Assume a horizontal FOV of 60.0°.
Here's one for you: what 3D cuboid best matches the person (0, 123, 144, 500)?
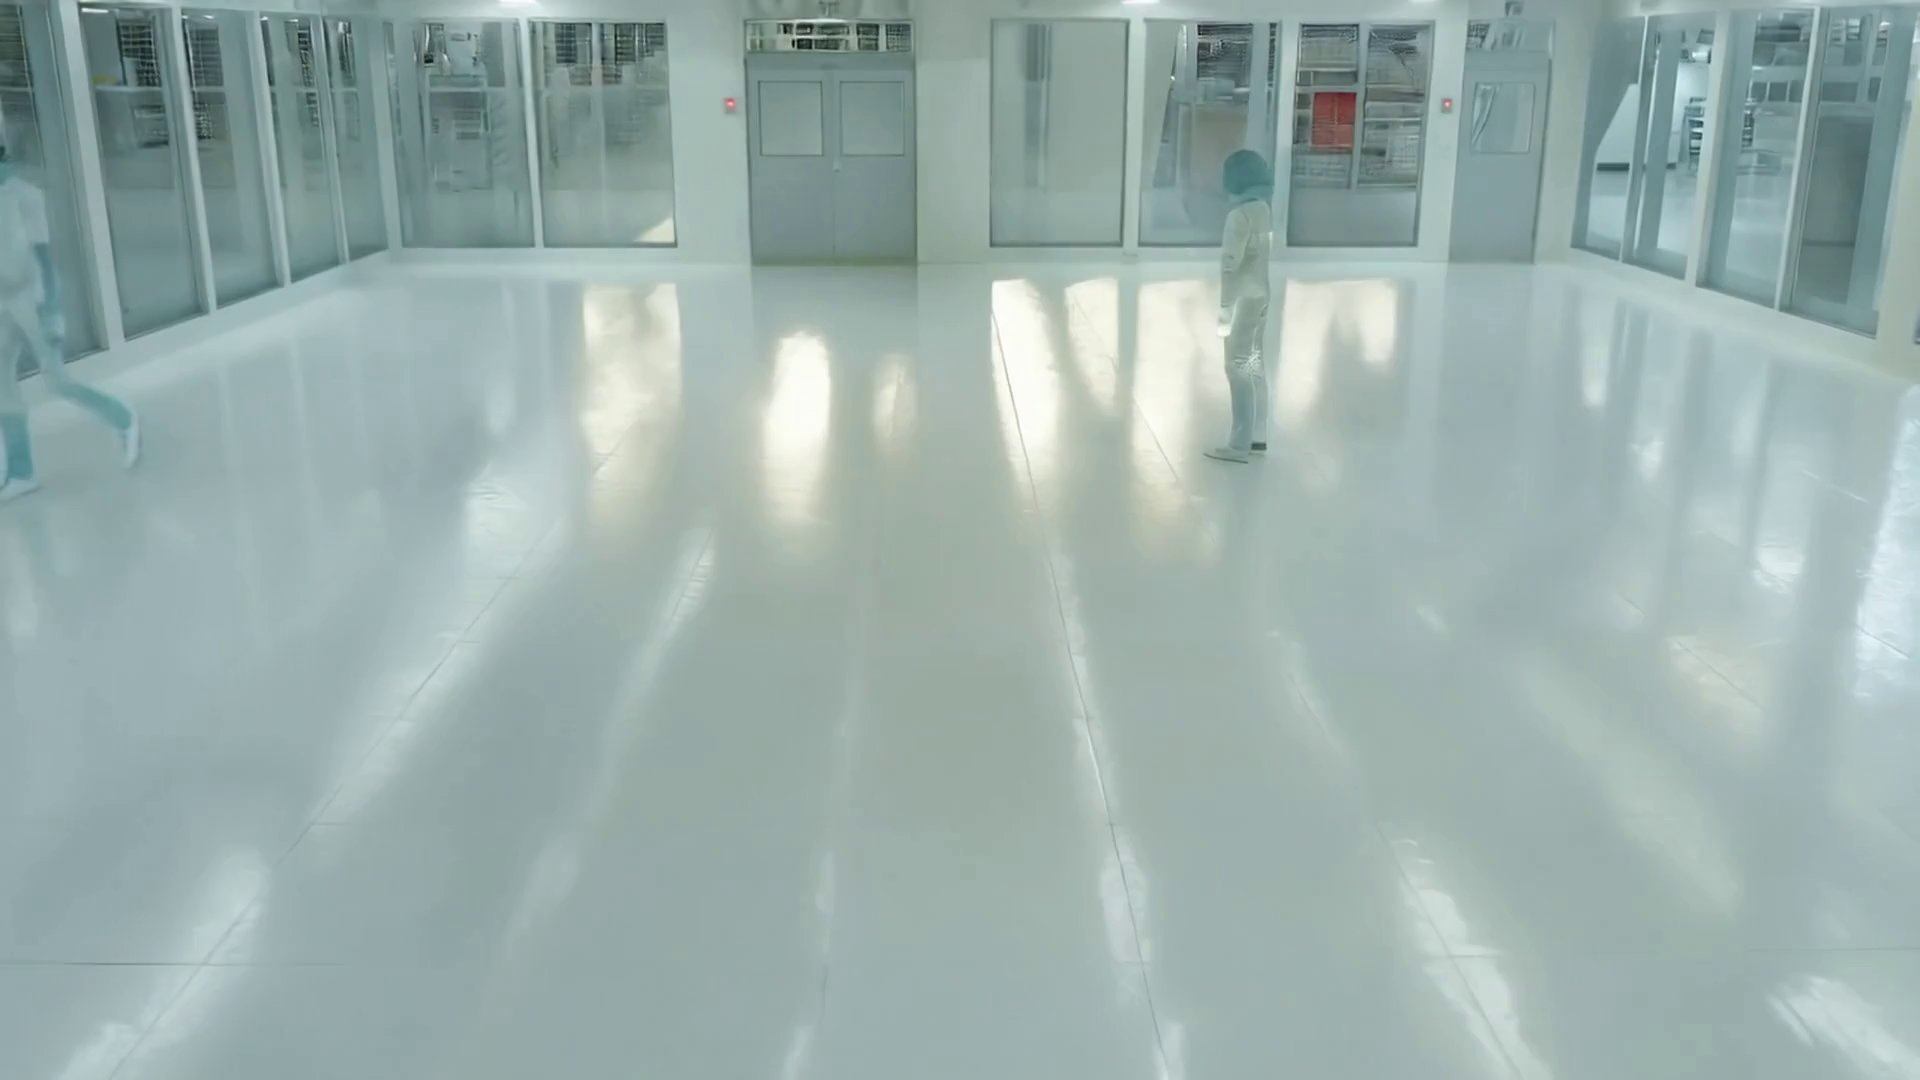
[{"bbox_3d":[-4.526,-1.151,8.162,0.508,1.839,0.833,8,18,26],"label":"person"}]

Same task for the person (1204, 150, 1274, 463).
[{"bbox_3d":[1.489,-1.219,8.747,0.280,1.624,0.494,8,18,26],"label":"person"}]
